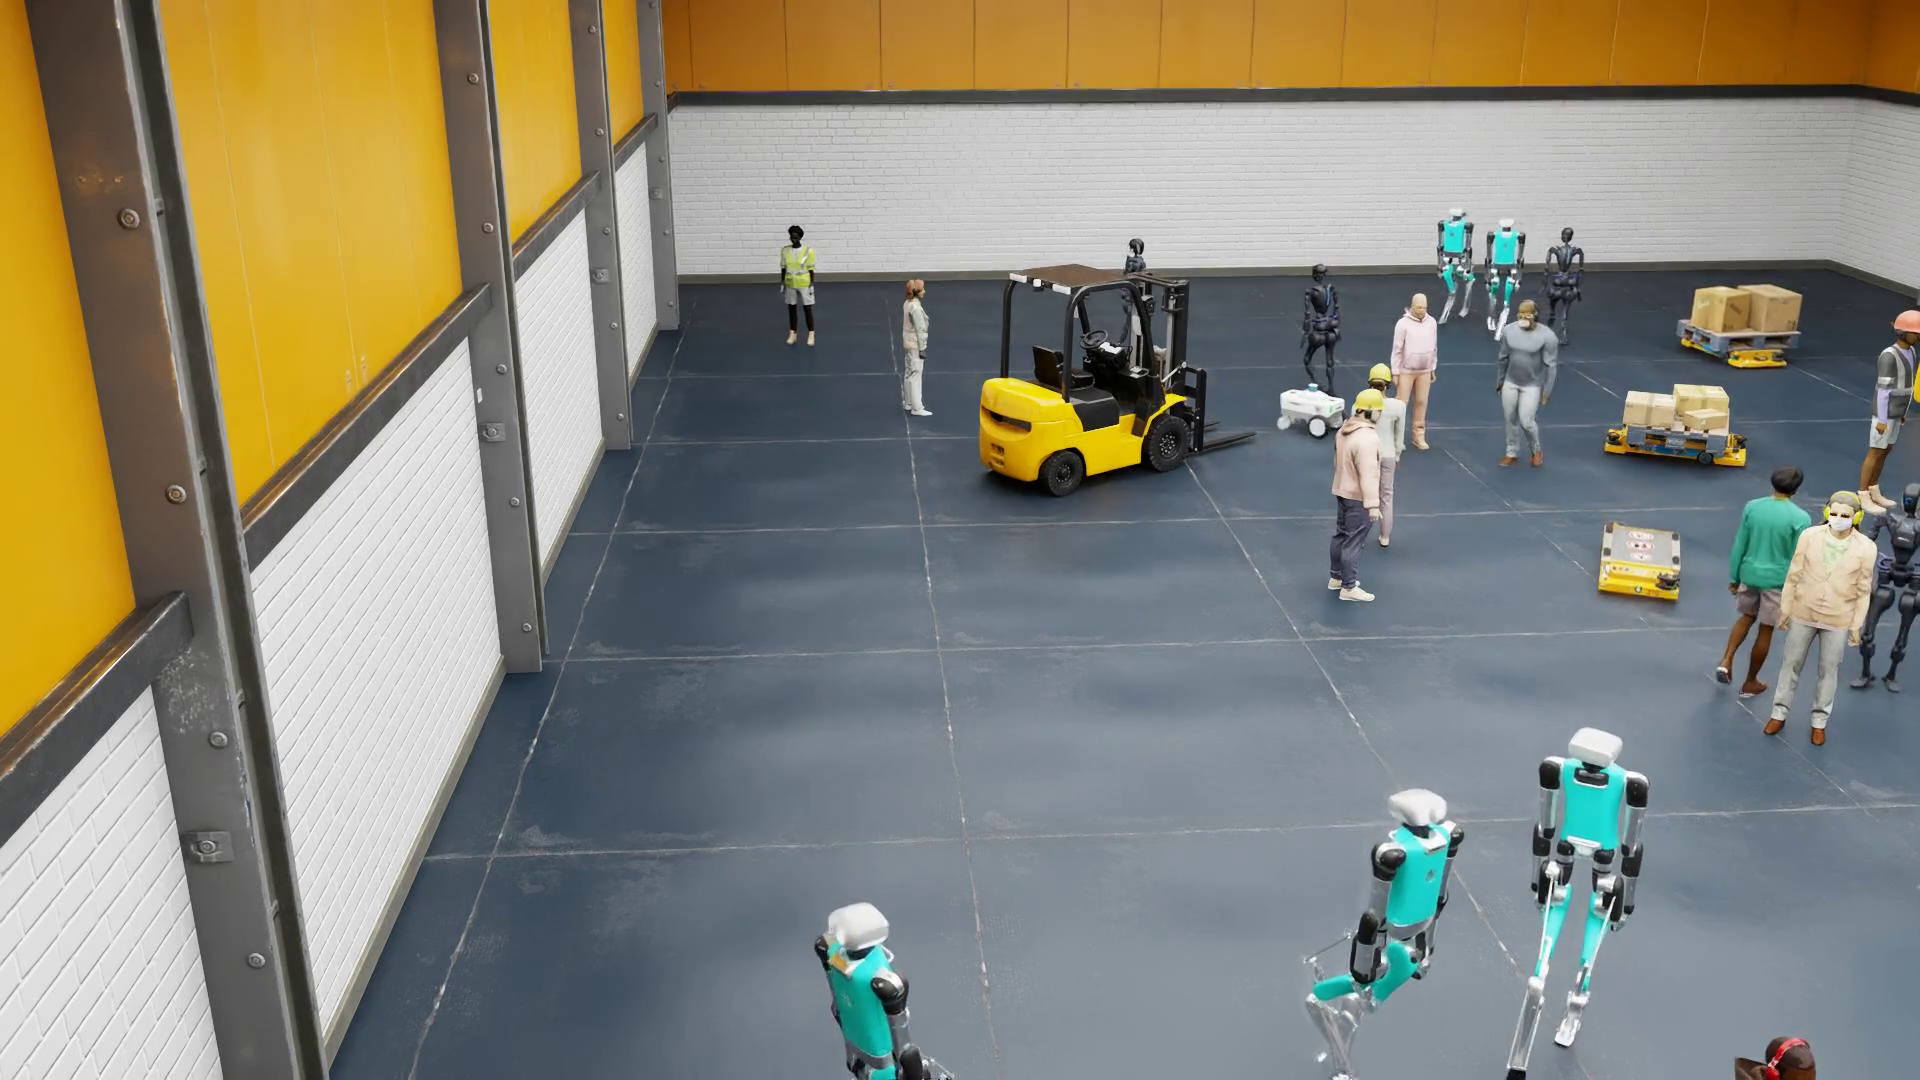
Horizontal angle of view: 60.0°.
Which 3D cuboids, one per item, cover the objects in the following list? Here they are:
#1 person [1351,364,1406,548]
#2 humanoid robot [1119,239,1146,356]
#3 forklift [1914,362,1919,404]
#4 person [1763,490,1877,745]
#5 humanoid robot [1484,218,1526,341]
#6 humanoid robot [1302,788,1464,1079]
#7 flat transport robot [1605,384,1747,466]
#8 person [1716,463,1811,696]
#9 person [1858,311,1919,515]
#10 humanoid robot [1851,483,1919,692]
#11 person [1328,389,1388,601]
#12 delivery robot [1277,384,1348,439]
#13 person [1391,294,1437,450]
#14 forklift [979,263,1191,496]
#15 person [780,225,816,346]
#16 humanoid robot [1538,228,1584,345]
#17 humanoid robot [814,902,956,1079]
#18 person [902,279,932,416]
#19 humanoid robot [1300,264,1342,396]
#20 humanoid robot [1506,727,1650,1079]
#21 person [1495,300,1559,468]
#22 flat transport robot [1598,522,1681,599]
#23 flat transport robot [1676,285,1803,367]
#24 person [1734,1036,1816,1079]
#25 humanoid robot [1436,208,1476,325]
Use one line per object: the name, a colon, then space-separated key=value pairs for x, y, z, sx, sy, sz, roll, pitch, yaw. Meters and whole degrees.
person: x=3.881 y=-0.780 z=15.585 sx=0.523 sy=1.763 sz=0.326 roll=-1 pitch=20 yaw=-3
humanoid robot: x=2.416 y=-3.265 z=22.524 sx=0.748 sy=1.631 sz=0.604 roll=8 pitch=22 yaw=21
forklift: x=12.602 y=-2.435 z=19.475 sx=2.313 sy=2.155 sz=1.214 roll=-1 pitch=20 yaw=-4
person: x=6.137 y=0.536 z=11.839 sx=0.552 sy=1.877 sz=0.402 roll=13 pitch=24 yaw=31
humanoid robot: x=7.782 y=-3.787 z=23.859 sx=0.553 sy=1.767 sz=0.972 roll=6 pitch=21 yaw=16
humanoid robot: x=1.993 y=2.021 z=8.172 sx=0.547 sy=1.909 sz=0.713 roll=-13 pitch=24 yaw=-31
flat transport robot: x=7.983 y=-1.073 z=18.550 sx=1.431 sy=0.231 sz=0.659 roll=9 pitch=22 yaw=23
person: x=6.050 y=0.311 z=12.515 sx=0.441 sy=1.837 sz=0.503 roll=-15 pitch=25 yaw=-36
person: x=9.264 y=-1.271 z=16.522 sx=0.606 sy=2.044 sz=0.369 roll=-19 pitch=27 yaw=-41
humanoid robot: x=7.123 y=0.363 z=12.599 sx=0.599 sy=1.650 sz=0.356 roll=15 pitch=25 yaw=36
person: x=3.423 y=-0.400 z=14.401 sx=0.422 sy=1.863 sz=0.816 roll=-3 pitch=20 yaw=-7
delivery robot: x=4.101 y=-1.519 z=19.324 sx=0.749 sy=0.576 sz=0.499 roll=17 pitch=26 yaw=39
person: x=5.052 y=-1.887 z=18.585 sx=0.542 sy=1.773 sz=0.408 roll=-4 pitch=21 yaw=-11
forklift: x=1.315 y=-1.764 z=17.646 sx=2.313 sy=2.155 sz=1.214 roll=-14 pitch=24 yaw=-33
person: x=-2.269 y=-3.564 z=23.273 sx=0.529 sy=1.690 sz=0.319 roll=6 pitch=21 yaw=17
humanoid robot: x=8.472 y=-3.577 z=23.413 sx=0.596 sy=1.617 sz=0.788 roll=0 pitch=20 yaw=0
humanoid robot: x=-0.181 y=2.309 z=7.243 sx=0.820 sy=1.793 sz=0.568 roll=-16 pitch=26 yaw=-37
person: x=-0.535 y=-2.308 z=19.921 sx=0.306 sy=1.640 sz=0.513 roll=-6 pitch=21 yaw=-16
humanoid robot: x=4.528 y=-2.608 z=20.693 sx=0.610 sy=1.634 sz=0.424 roll=-12 pitch=23 yaw=-30
humanoid robot: x=3.038 y=1.911 z=8.338 sx=0.558 sy=1.799 sz=0.907 roll=12 pitch=23 yaw=30
person: x=6.077 y=-1.666 z=17.825 sx=0.611 sy=1.896 sz=0.676 roll=-18 pitch=27 yaw=-40
flat transport robot: x=6.189 y=0.179 z=15.139 sx=0.659 sy=0.231 sz=1.431 roll=8 pitch=22 yaw=20
flat transport robot: x=10.582 y=-2.611 z=22.742 sx=0.659 sy=0.231 sz=1.431 roll=-3 pitch=20 yaw=-9
person: x=3.087 y=2.620 z=6.479 sx=0.458 sy=1.650 sz=0.326 roll=-10 pitch=22 yaw=-25
humanoid robot: x=7.401 y=-4.059 z=24.635 sx=0.537 sy=1.771 sz=1.054 roll=15 pitch=25 yaw=36
